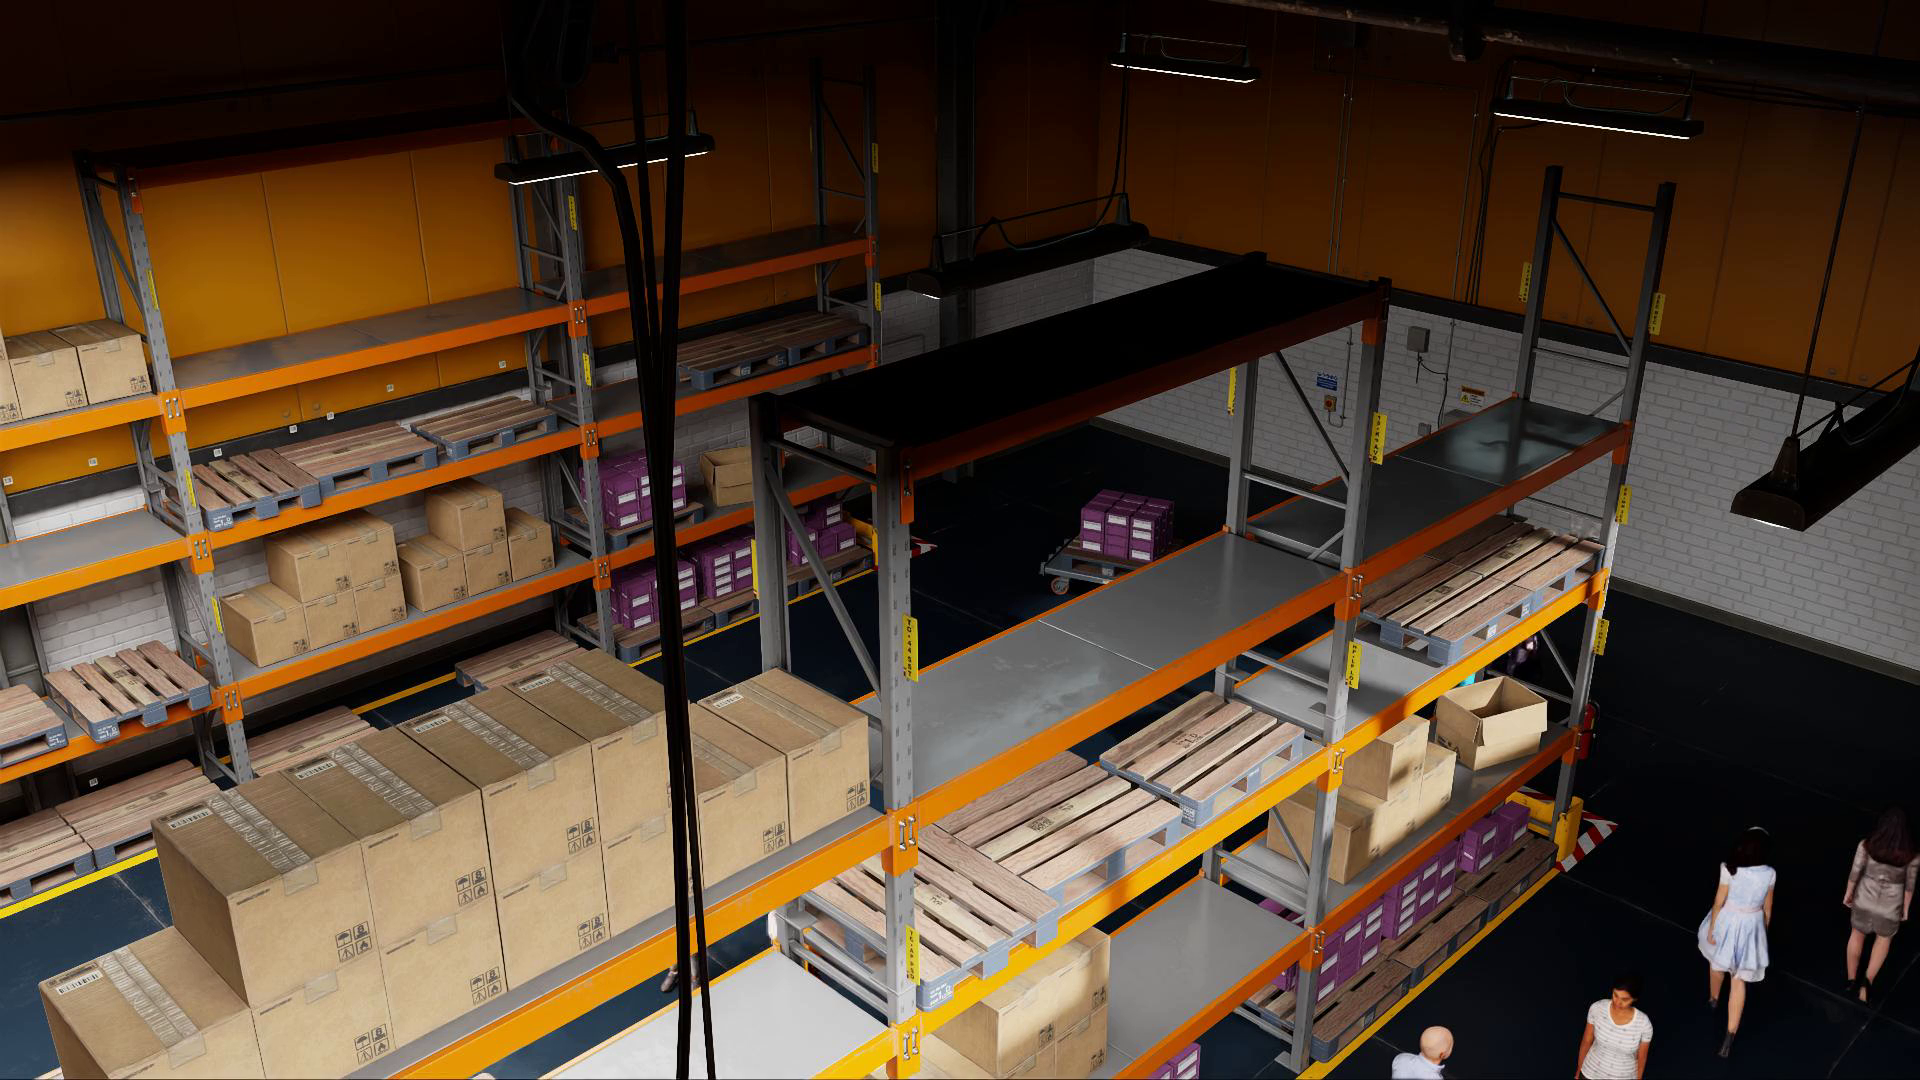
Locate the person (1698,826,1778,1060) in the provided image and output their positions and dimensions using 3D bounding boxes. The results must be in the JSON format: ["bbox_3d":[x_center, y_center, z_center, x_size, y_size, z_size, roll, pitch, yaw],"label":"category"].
[{"bbox_3d":[5.749,2.994,12.299,0.986,1.782,1.257,9,25,19],"label":"person"}]

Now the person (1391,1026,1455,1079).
[{"bbox_3d":[2.885,3.791,10.466,0.632,1.790,0.696,-14,27,-30],"label":"person"}]

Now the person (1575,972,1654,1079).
[{"bbox_3d":[4.357,3.575,11.144,0.611,1.643,0.577,15,27,30],"label":"person"}]

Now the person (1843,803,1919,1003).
[{"bbox_3d":[7.017,2.835,12.725,0.702,1.732,0.794,13,27,28],"label":"person"}]
